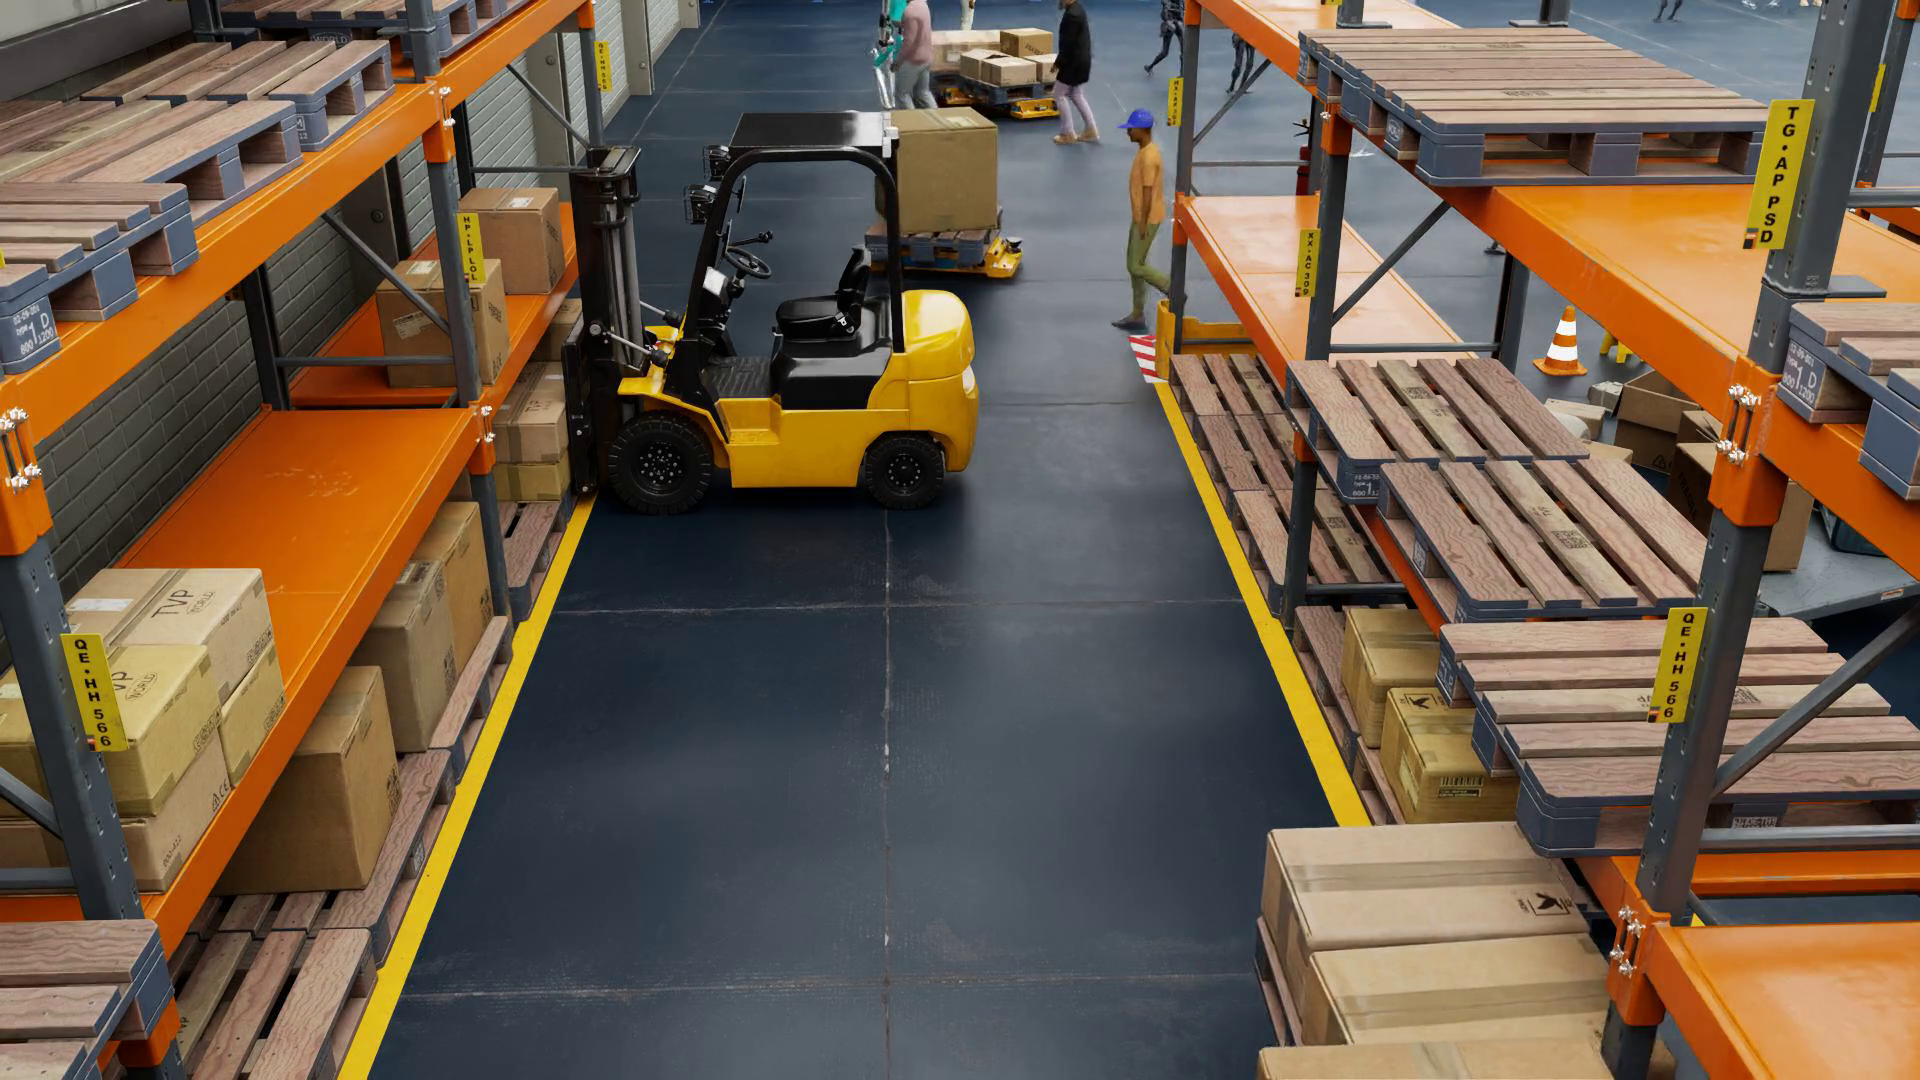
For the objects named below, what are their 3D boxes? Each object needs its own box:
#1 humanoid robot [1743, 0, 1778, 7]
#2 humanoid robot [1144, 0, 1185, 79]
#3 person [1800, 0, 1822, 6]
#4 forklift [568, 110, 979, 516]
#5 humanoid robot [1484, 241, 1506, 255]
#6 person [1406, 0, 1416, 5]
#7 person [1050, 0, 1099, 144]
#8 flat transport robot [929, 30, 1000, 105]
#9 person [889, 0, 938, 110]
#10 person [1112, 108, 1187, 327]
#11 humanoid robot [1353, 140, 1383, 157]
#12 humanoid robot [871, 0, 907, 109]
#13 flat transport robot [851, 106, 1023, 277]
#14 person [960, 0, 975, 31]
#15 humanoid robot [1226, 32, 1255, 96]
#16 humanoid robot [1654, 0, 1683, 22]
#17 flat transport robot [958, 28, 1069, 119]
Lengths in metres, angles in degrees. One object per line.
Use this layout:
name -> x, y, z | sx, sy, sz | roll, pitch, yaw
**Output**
humanoid robot -> 14.274, -10.160, 29.100 | 0.546, 1.769, 0.920 | -8, 26, -16
humanoid robot -> 2.918, -7.170, 22.861 | 0.649, 1.638, 0.608 | 23, 34, 39
person -> 15.379, -10.493, 29.631 | 0.533, 1.890, 0.399 | 1, 25, 1
forklift -> -1.043, -1.379, 9.976 | 2.313, 2.155, 1.214 | -1, 25, -2
humanoid robot -> 5.096, -3.356, 14.778 | 0.665, 1.629, 0.609 | 1, 25, 3
person -> 6.754, -8.344, 25.131 | 0.566, 1.841, 0.384 | 22, 33, 39
person -> 1.315, -5.428, 18.963 | 0.492, 1.817, 0.564 | 6, 26, 12
flat transport robot -> 0.064, -5.940, 21.882 | 0.659, 0.231, 1.431 | -4, 26, -8
person -> -0.455, -5.420, 18.872 | 0.580, 1.898, 0.657 | 6, 26, 13
person -> 1.450, -2.464, 12.839 | 0.525, 1.693, 0.471 | 0, 25, 0
humanoid robot -> 4.678, -5.107, 18.461 | 0.885, 1.799, 0.530 | -5, 26, -11
humanoid robot -> -0.876, -6.297, 20.998 | 0.536, 1.834, 0.786 | -15, 29, -29
flat transport robot -> -0.201, -2.516, 14.632 | 1.431, 0.231, 0.659 | 4, 26, 9
person -> 0.145, -8.066, 24.658 | 0.346, 1.743, 0.561 | -3, 25, -7
humanoid robot -> 3.764, -6.670, 21.793 | 0.611, 1.641, 0.328 | -23, 34, -39
humanoid robot -> 12.029, -9.507, 27.805 | 0.626, 1.639, 0.387 | -9, 27, -18
flat transport robot -> 0.719, -5.568, 21.095 | 0.659, 0.231, 1.431 | -13, 28, -25
